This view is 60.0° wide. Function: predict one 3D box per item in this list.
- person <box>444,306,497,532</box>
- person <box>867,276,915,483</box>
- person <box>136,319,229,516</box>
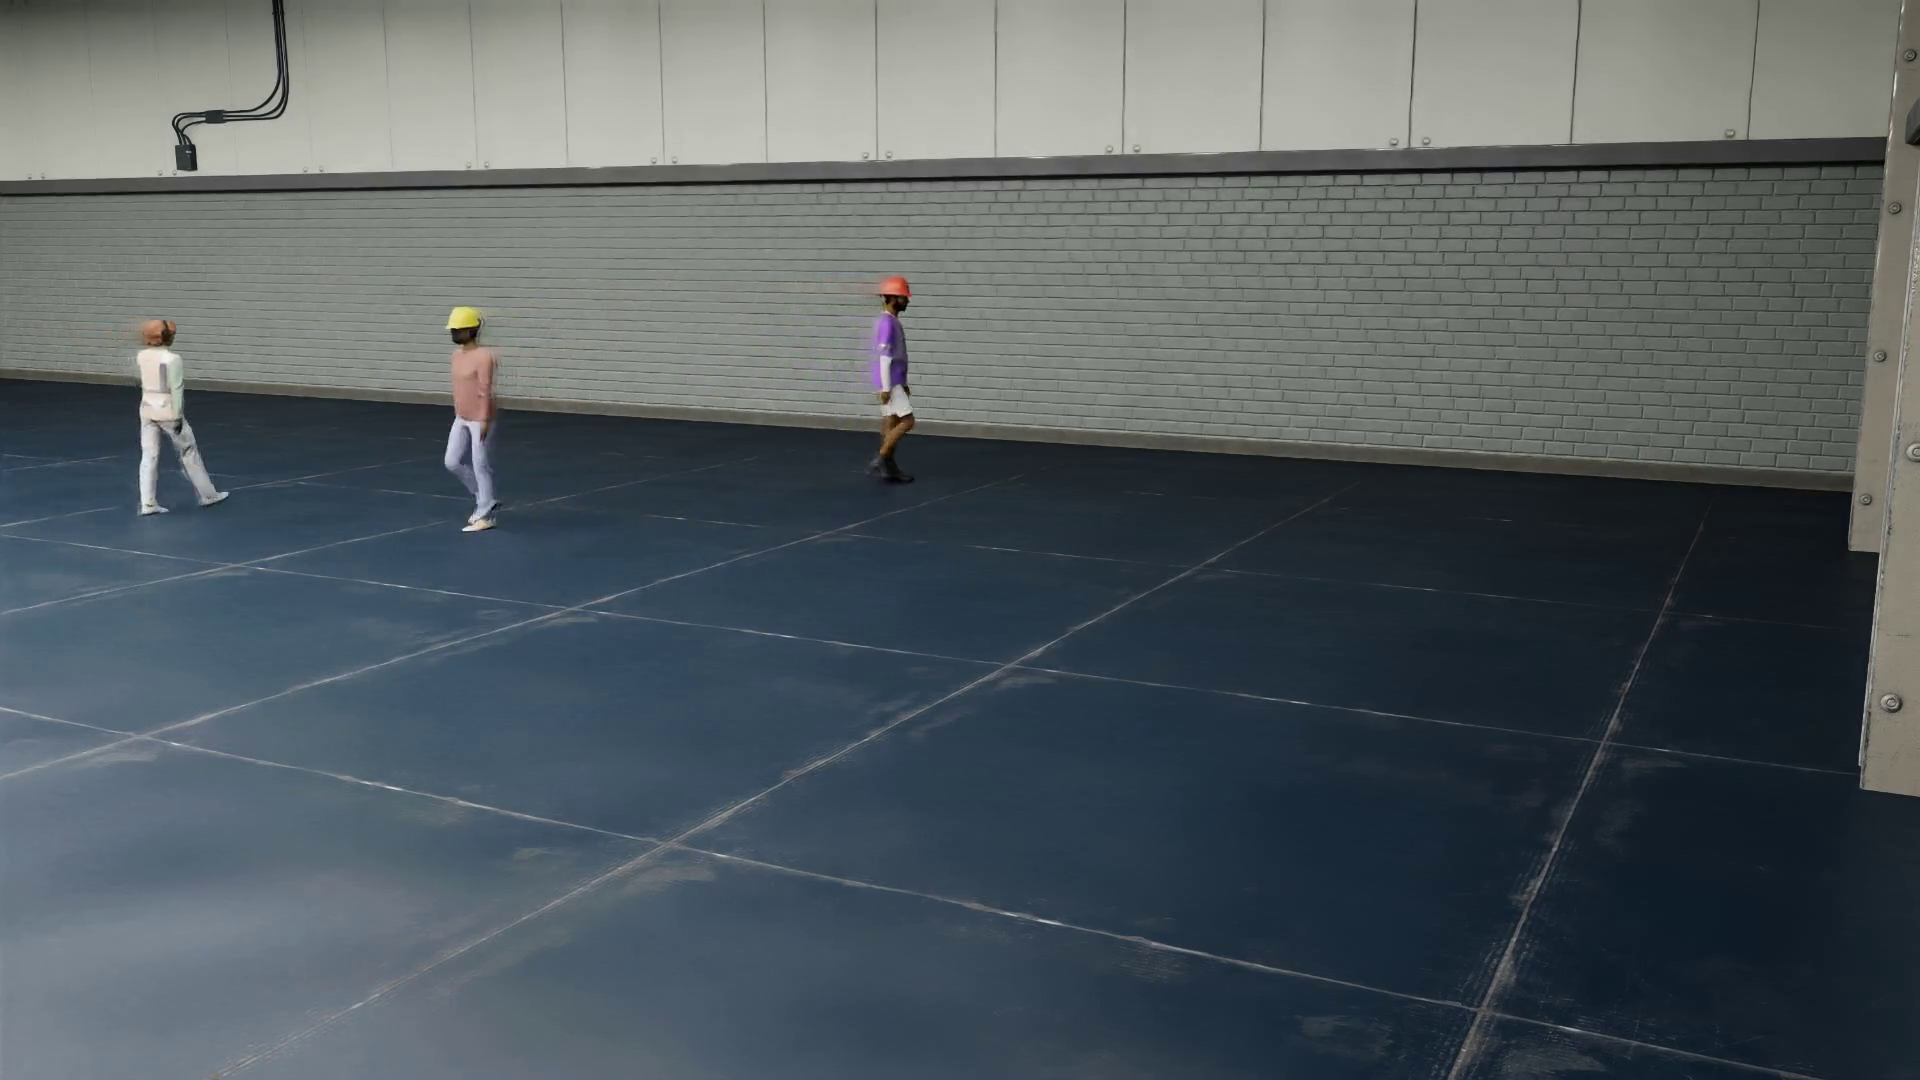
[{"bbox_3d":[-3.793,-0.926,12.894,0.525,1.755,0.358,9,13,39],"label":"person"},{"bbox_3d":[-0.595,-1.465,15.347,0.393,1.921,0.552,0,10,-2],"label":"person"},{"bbox_3d":[-6.538,-1.028,13.845,0.518,1.606,0.801,4,11,22],"label":"person"}]
